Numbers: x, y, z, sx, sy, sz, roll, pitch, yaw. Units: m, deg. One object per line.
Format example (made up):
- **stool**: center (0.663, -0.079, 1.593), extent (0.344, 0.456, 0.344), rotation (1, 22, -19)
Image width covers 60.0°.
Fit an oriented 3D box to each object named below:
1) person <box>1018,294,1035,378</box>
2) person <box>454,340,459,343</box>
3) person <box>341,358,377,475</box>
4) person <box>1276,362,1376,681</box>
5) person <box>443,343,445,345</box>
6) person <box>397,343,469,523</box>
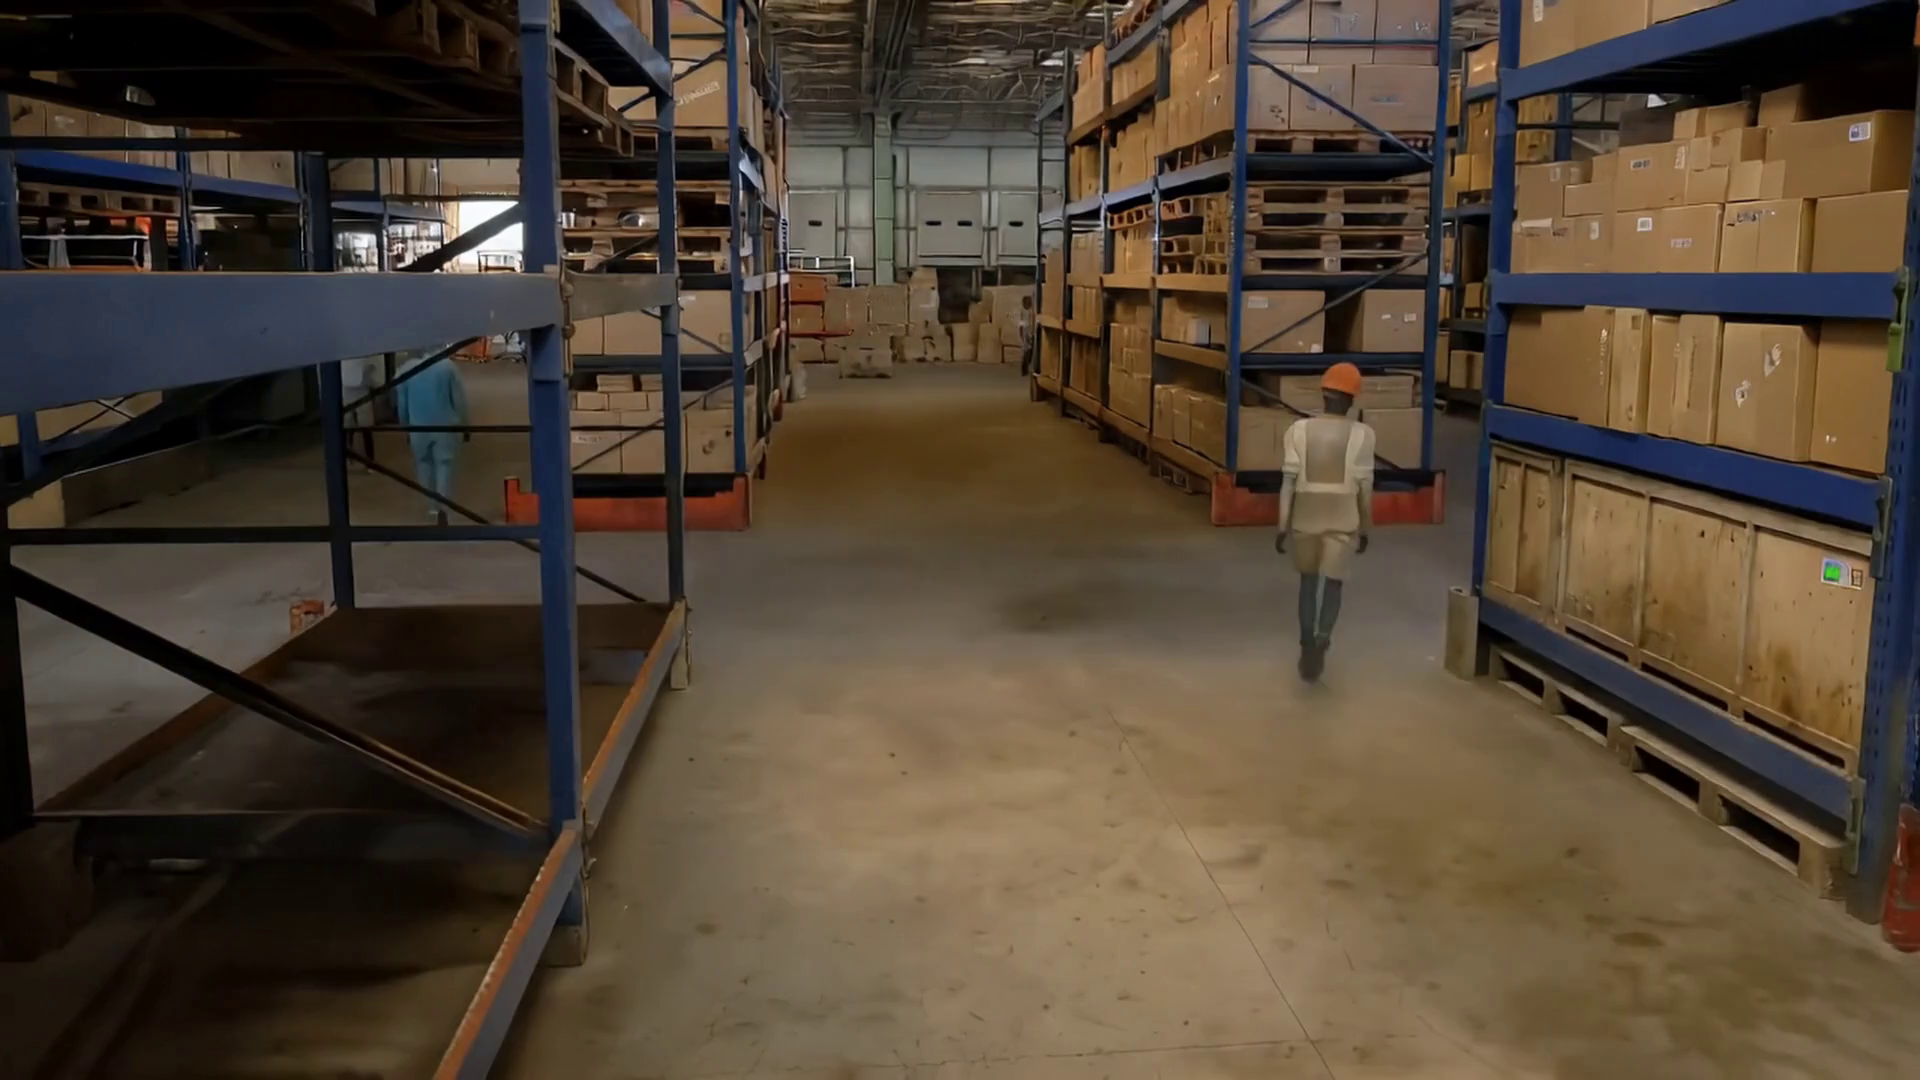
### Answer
- **person**: center (1.584, -4.791, 39.112), extent (0.428, 1.962, 0.617), rotation (4, 10, 22)
- **person**: center (-17.999, -7.777, 58.815), extent (0.532, 1.658, 0.872), rotation (2, 9, 11)
- **person**: center (-7.303, -1.627, 20.048), extent (0.540, 1.695, 0.317), rotation (-6, 11, -32)
- **person**: center (2.164, -0.109, 9.905), extent (0.565, 1.906, 0.831), rotation (4, 10, 22)
- **person**: center (-11.986, -4.681, 38.474), extent (0.553, 1.935, 0.364), rotation (8, 12, 42)
- **person**: center (-5.153, -1.111, 16.295), extent (0.648, 1.868, 0.984), rotation (-2, 9, -12)
